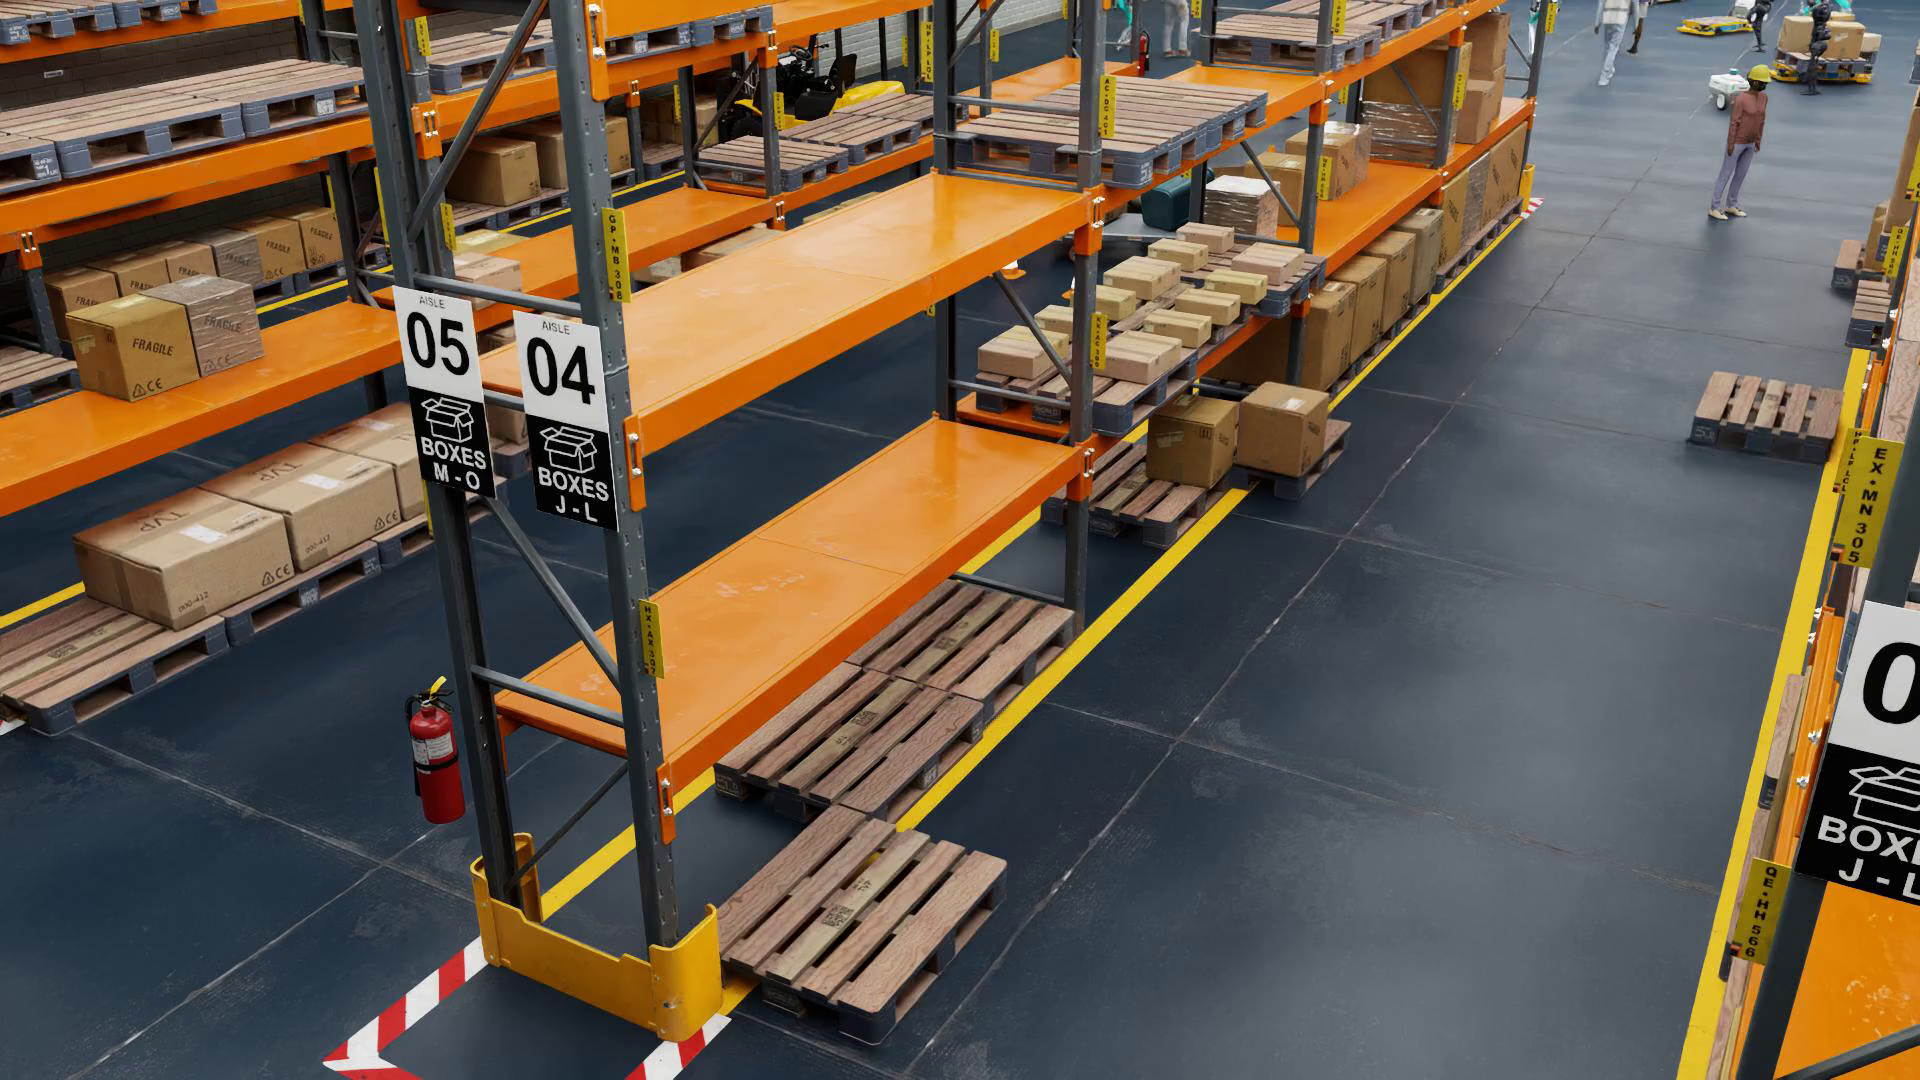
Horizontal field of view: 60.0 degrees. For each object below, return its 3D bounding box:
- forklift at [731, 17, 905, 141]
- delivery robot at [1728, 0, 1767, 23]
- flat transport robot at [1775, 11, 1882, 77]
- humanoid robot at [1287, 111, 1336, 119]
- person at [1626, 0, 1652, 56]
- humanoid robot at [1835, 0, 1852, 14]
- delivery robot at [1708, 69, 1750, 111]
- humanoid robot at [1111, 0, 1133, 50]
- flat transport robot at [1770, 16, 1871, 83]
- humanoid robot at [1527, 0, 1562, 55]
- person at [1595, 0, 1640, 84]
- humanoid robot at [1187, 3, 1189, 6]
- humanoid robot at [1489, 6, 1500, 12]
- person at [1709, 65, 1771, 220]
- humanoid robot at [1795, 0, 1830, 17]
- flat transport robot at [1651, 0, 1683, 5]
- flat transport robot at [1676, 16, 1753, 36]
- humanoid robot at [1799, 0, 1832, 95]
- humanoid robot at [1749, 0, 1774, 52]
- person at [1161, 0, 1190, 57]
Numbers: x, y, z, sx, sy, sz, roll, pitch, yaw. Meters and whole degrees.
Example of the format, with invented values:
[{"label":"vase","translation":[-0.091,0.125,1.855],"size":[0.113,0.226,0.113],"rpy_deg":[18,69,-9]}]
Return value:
[{"label":"forklift","translation":[-1.819,-5.975,21.543],"size":[2.313,2.155,1.214],"rpy_deg":[14,29,26]},{"label":"delivery robot","translation":[15.665,-10.549,32.903],"size":[0.746,0.570,0.499],"rpy_deg":[-16,30,-29]},{"label":"flat transport robot","translation":[14.387,-7.893,27.743],"size":[0.659,0.231,1.431],"rpy_deg":[-11,28,-22]},{"label":"humanoid robot","translation":[5.145,-6.926,24.153],"size":[0.762,1.632,0.591],"rpy_deg":[6,26,11]},{"label":"person","translation":[11.897,-9.586,29.342],"size":[0.633,1.925,0.956],"rpy_deg":[0,26,1]},{"label":"humanoid robot","translation":[16.464,-10.328,31.090],"size":[0.747,1.756,0.533],"rpy_deg":[6,26,12]},{"label":"delivery robot","translation":[11.665,-6.820,25.168],"size":[0.513,0.581,0.740],"rpy_deg":[-3,26,-6]},{"label":"humanoid robot","translation":[2.984,-9.596,29.588],"size":[0.544,1.740,0.967],"rpy_deg":[23,34,39]},{"label":"flat transport robot","translation":[14.056,-7.658,27.255],"size":[1.431,0.231,0.659],"rpy_deg":[2,26,5]},{"label":"humanoid robot","translation":[10.108,-9.248,28.874],"size":[0.536,1.779,0.785],"rpy_deg":[-1,26,-1]},{"label":"person","translation":[10.632,-8.362,26.877],"size":[0.616,1.857,1.016],"rpy_deg":[17,30,31]},{"label":"humanoid robot","translation":[4.532,-11.858,34.135],"size":[0.735,1.677,0.533],"rpy_deg":[2,26,4]},{"label":"humanoid robot","translation":[9.041,-8.967,28.281],"size":[0.562,1.759,0.765],"rpy_deg":[-18,31,-33]},{"label":"person","translation":[9.022,-4.569,19.123],"size":[0.518,1.758,0.341],"rpy_deg":[-13,29,-25]},{"label":"humanoid robot","translation":[15.187,-9.657,29.723],"size":[0.563,1.756,0.927],"rpy_deg":[-15,29,-28]},{"label":"flat transport robot","translation":[14.763,-11.570,35.383],"size":[1.431,0.231,0.659],"rpy_deg":[-14,29,-26]},{"label":"flat transport robot","translation":[14.425,-9.799,31.703],"size":[1.431,0.231,0.659],"rpy_deg":[-13,28,-24]},{"label":"humanoid robot","translation":[13.381,-7.775,25.889],"size":[0.415,1.636,0.606],"rpy_deg":[6,26,12]},{"label":"humanoid robot","translation":[14.244,-9.511,29.494],"size":[0.397,1.641,0.609],"rpy_deg":[22,33,37]},{"label":"person","translation":[3.732,-9.438,29.066],"size":[0.528,1.905,0.670],"rpy_deg":[-20,32,-35]}]
